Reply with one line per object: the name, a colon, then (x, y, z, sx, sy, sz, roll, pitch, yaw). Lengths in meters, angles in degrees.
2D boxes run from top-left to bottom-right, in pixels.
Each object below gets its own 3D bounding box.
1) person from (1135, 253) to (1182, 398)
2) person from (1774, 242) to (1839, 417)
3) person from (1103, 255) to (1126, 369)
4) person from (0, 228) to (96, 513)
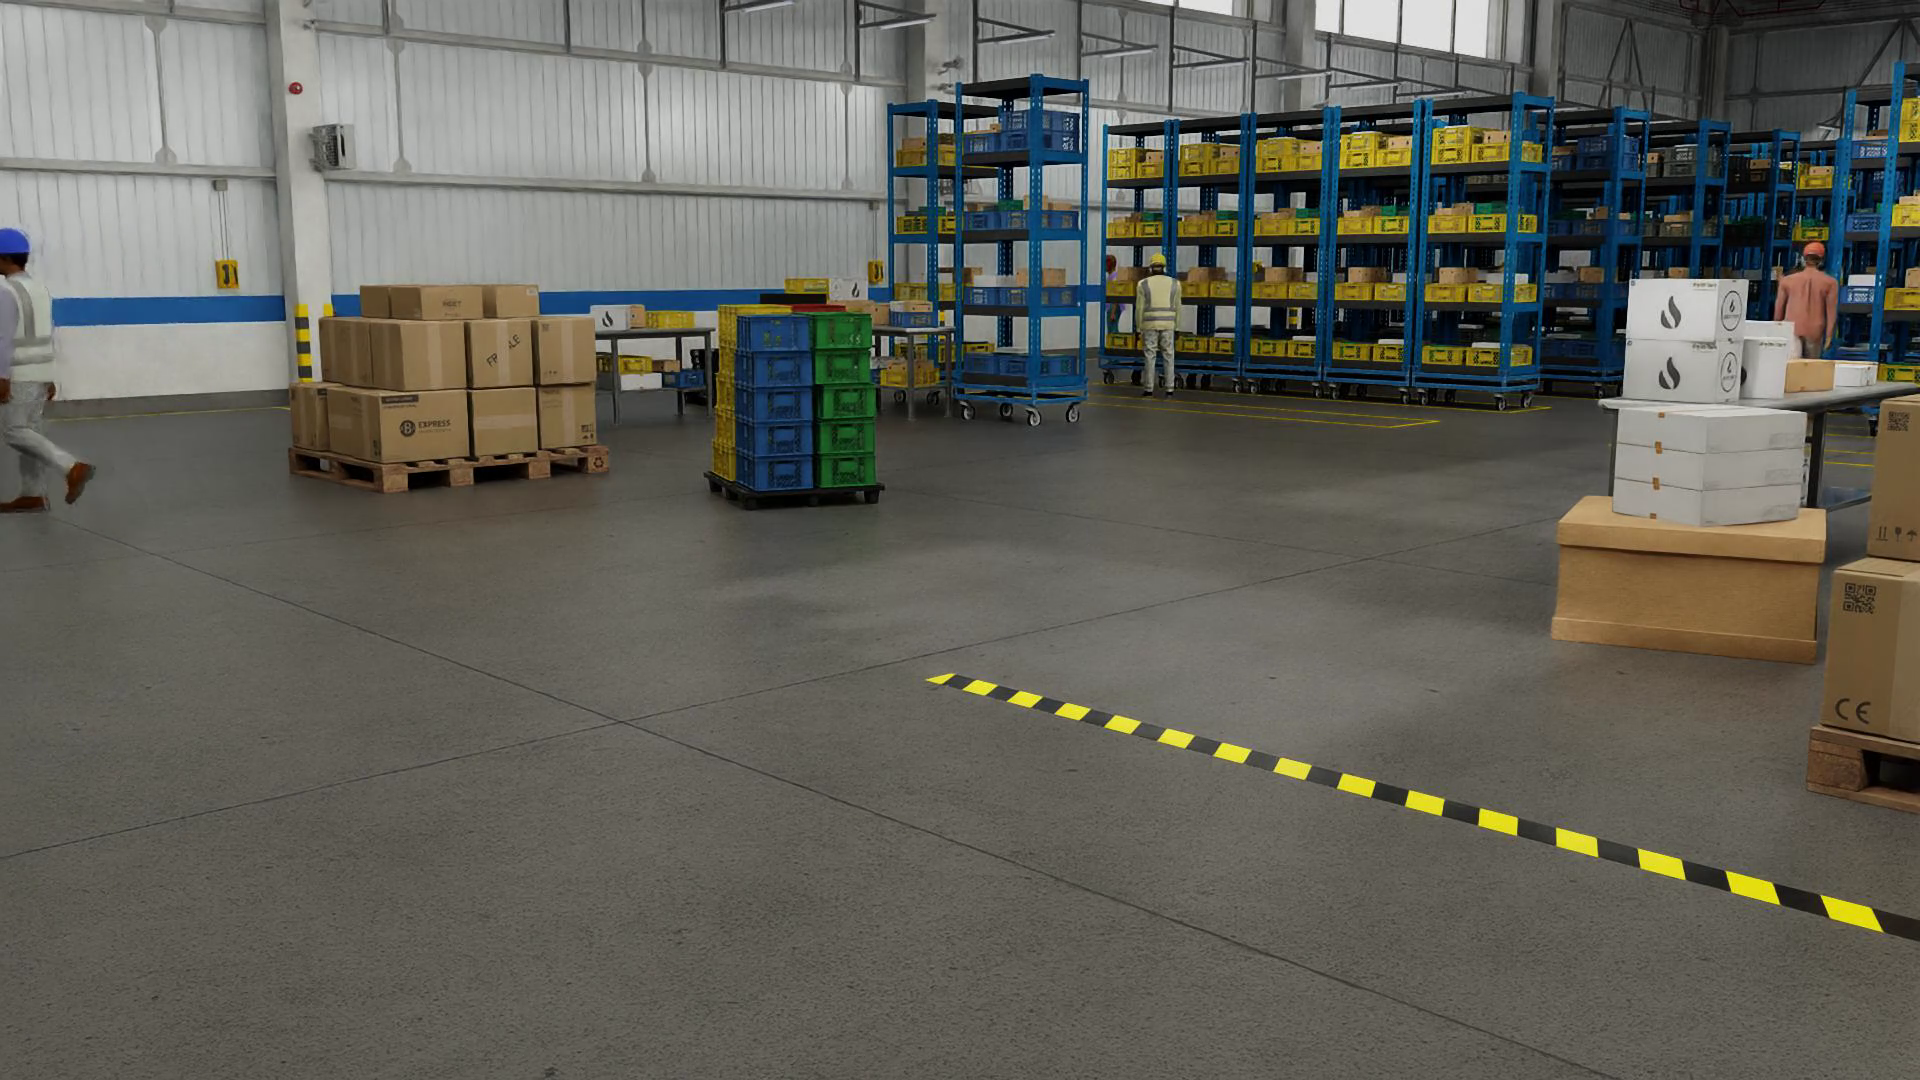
person: (2.492, -2.688, 20.954, 0.587, 1.821, 0.404, -1, 9, -3)
person: (9.188, -2.262, 18.105, 0.607, 1.932, 1.079, 4, 10, 23)
person: (2.462, -3.654, 26.717, 0.388, 1.838, 0.563, 0, 9, -1)
person: (-6.230, -1.127, 11.215, 0.610, 1.935, 0.614, -1, 9, -6)
